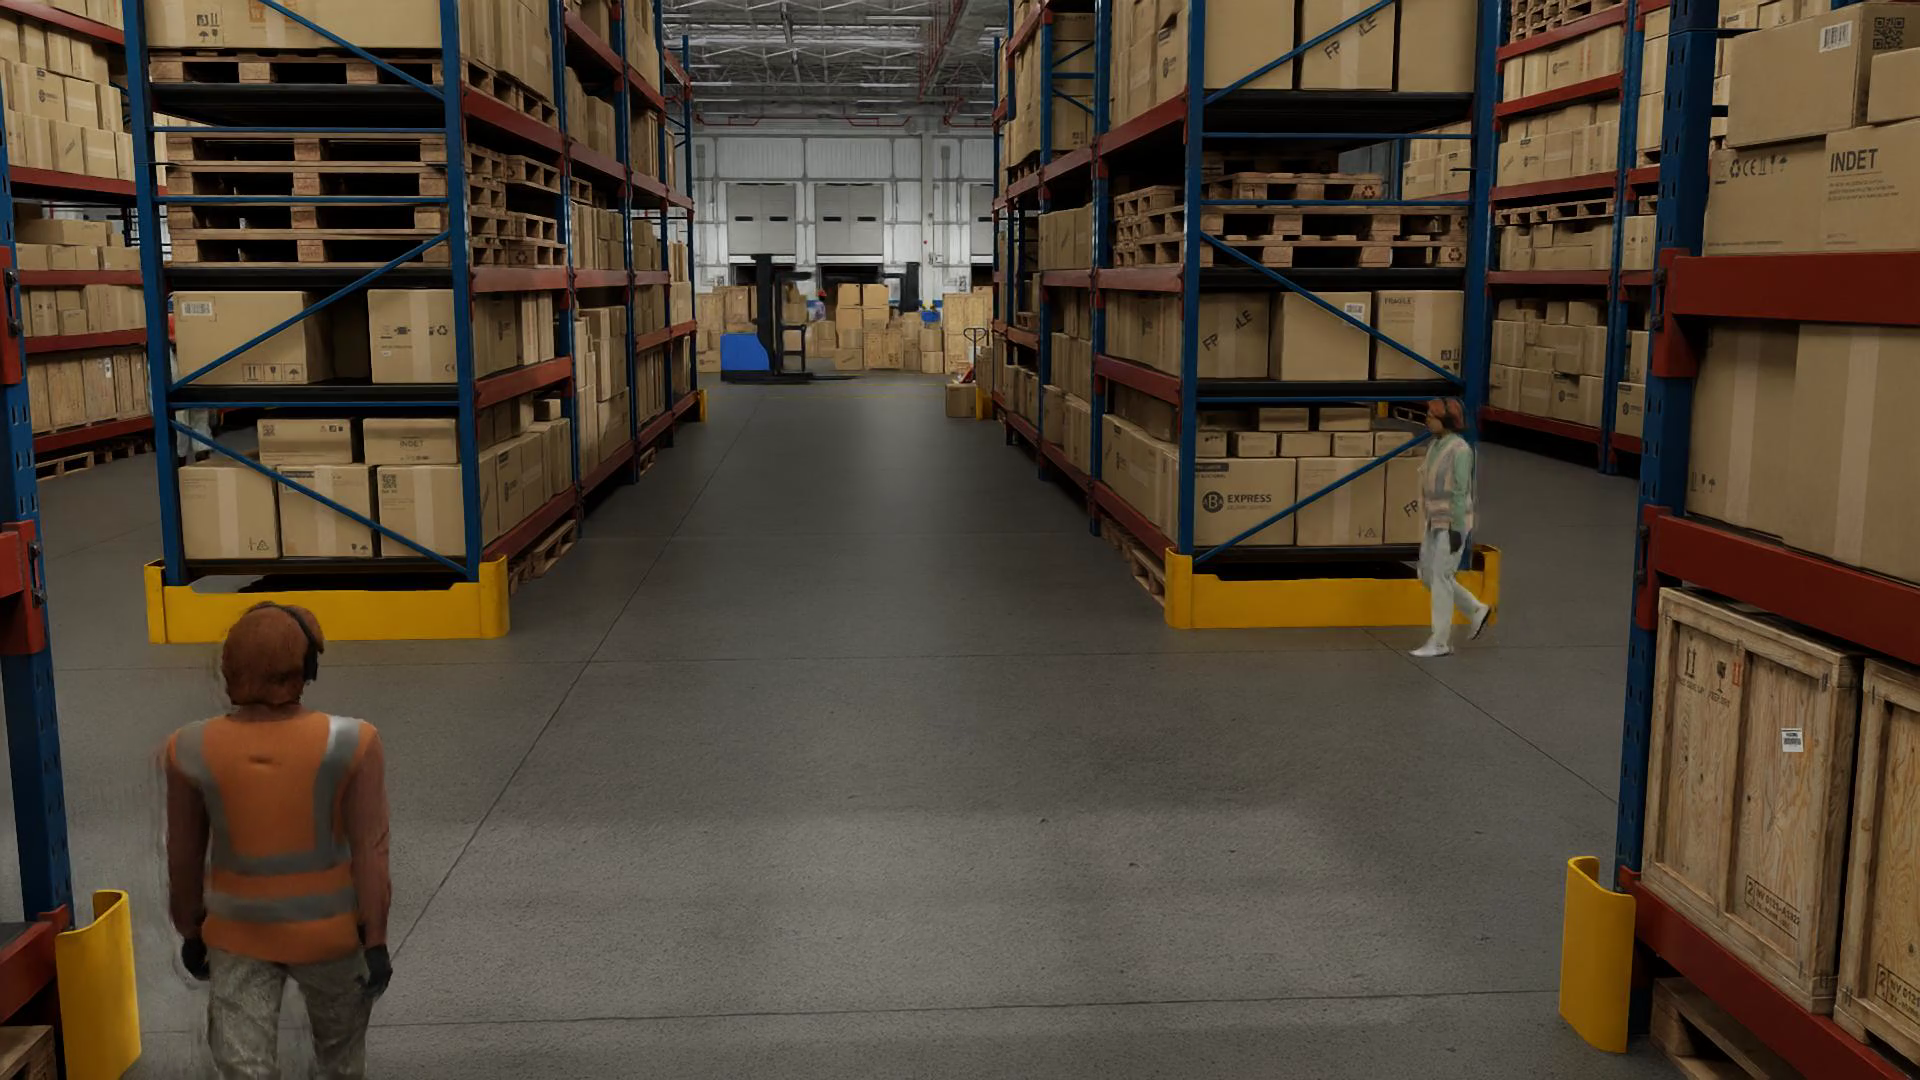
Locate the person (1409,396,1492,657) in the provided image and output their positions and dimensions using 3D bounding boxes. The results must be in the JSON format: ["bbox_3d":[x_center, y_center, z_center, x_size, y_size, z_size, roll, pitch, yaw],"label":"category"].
[{"bbox_3d":[3.057,-0.080,10.276,0.505,1.623,0.518,-2,9,-10],"label":"person"}]

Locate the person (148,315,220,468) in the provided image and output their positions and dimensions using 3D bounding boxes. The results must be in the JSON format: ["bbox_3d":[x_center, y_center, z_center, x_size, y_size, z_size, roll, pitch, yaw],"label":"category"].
[{"bbox_3d":[-7.250,-1.112,15.615,0.649,1.972,1.037,-6,11,-35],"label":"person"}]

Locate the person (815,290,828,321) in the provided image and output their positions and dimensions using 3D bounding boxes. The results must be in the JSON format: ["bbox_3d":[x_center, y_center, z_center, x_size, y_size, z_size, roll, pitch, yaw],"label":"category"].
[{"bbox_3d":[-4.151,-6.686,50.914,0.931,1.890,0.548,-1,9,-7],"label":"person"}]

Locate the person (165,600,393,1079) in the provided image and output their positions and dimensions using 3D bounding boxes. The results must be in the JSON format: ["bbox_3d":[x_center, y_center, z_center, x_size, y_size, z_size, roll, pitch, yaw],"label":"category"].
[{"bbox_3d":[-1.605,0.943,3.914,0.526,1.603,0.837,-1,9,-7],"label":"person"}]

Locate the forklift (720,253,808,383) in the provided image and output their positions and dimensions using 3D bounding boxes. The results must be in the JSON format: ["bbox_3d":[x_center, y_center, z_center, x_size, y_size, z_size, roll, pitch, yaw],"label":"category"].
[{"bbox_3d":[-4.261,-4.824,36.118,1.873,2.768,1.129,-1,9,-4],"label":"forklift"}]

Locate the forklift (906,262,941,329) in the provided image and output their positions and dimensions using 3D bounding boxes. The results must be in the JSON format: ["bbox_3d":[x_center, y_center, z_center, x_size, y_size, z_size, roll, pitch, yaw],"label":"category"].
[{"bbox_3d":[-1.636,-8.344,58.222,1.873,2.768,1.129,1,9,8],"label":"forklift"}]

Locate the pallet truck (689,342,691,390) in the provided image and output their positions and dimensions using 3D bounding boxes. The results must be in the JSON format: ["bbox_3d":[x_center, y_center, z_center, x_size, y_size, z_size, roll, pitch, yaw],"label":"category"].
[{"bbox_3d":[-5.225,-3.008,27.480,1.885,1.965,0.823,2,9,14],"label":"pallet truck"}]
